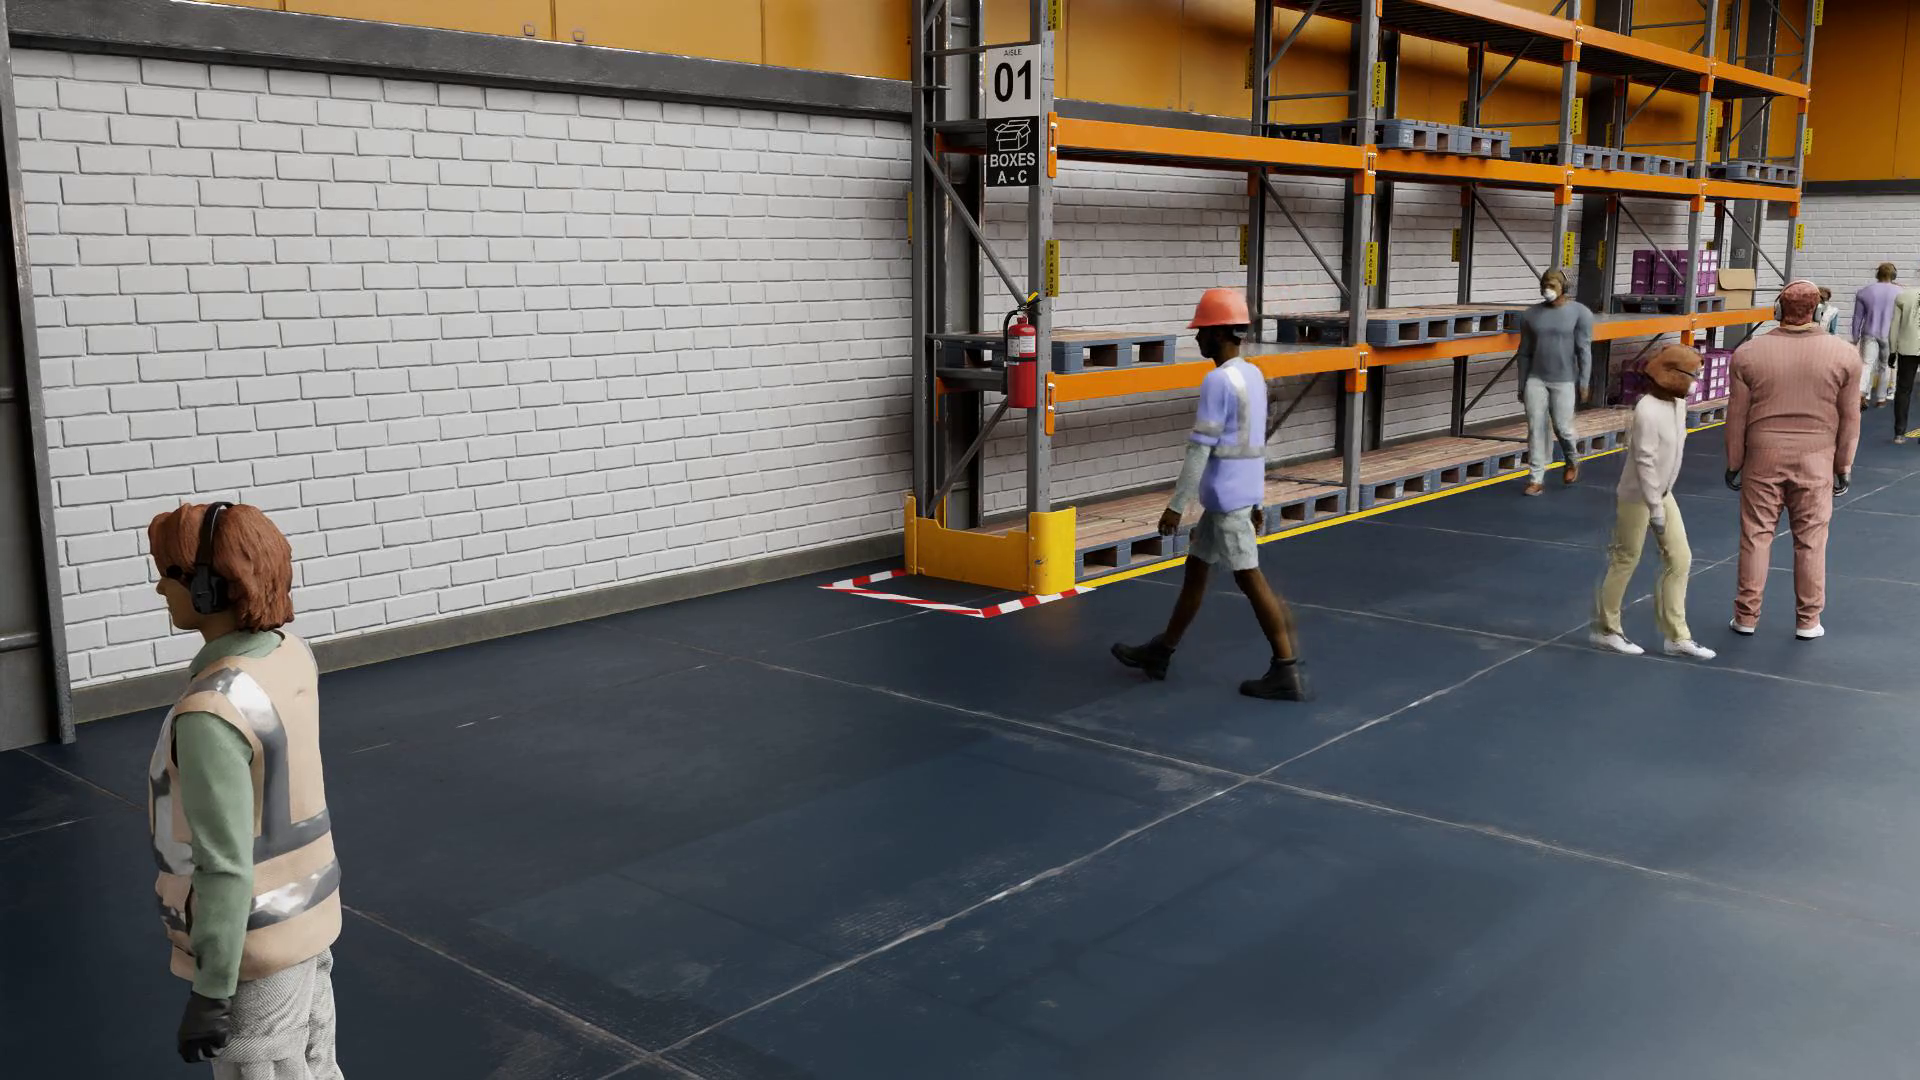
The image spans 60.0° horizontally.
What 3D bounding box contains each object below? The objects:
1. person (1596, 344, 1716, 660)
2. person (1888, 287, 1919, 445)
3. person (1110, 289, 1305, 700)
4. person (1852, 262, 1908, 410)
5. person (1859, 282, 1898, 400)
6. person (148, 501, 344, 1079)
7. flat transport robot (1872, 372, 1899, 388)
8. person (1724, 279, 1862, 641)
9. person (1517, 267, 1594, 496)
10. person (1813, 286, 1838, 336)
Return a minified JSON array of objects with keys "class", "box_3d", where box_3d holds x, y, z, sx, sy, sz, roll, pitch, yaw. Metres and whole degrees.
[{"class":"person","box_3d":[3.532,-0.180,8.331,0.520,1.595,0.689,-9,14,-42]},{"class":"person","box_3d":[10.151,-1.981,17.574,0.424,1.971,0.655,-9,13,-41]},{"class":"person","box_3d":[1.186,-0.210,7.724,0.988,1.885,0.564,4,11,24]},{"class":"person","box_3d":[11.798,-2.616,21.375,0.638,1.911,0.925,8,13,37]},{"class":"person","box_3d":[12.616,-2.716,22.729,0.542,1.622,0.333,5,11,27]},{"class":"person","box_3d":[-1.276,0.738,3.020,0.307,1.641,0.513,-2,10,-9]},{"class":"flat transport robot","box_3d":[13.250,-2.437,24.992,0.652,0.197,1.431,-9,13,-41]},{"class":"person","box_3d":[4.404,-0.420,8.843,0.643,1.913,0.410,5,11,25]},{"class":"person","box_3d":[5.020,-1.337,14.046,0.636,1.917,0.716,8,13,39]},{"class":"person","box_3d":[11.507,-2.647,22.468,0.531,1.584,0.889,3,10,15]}]
